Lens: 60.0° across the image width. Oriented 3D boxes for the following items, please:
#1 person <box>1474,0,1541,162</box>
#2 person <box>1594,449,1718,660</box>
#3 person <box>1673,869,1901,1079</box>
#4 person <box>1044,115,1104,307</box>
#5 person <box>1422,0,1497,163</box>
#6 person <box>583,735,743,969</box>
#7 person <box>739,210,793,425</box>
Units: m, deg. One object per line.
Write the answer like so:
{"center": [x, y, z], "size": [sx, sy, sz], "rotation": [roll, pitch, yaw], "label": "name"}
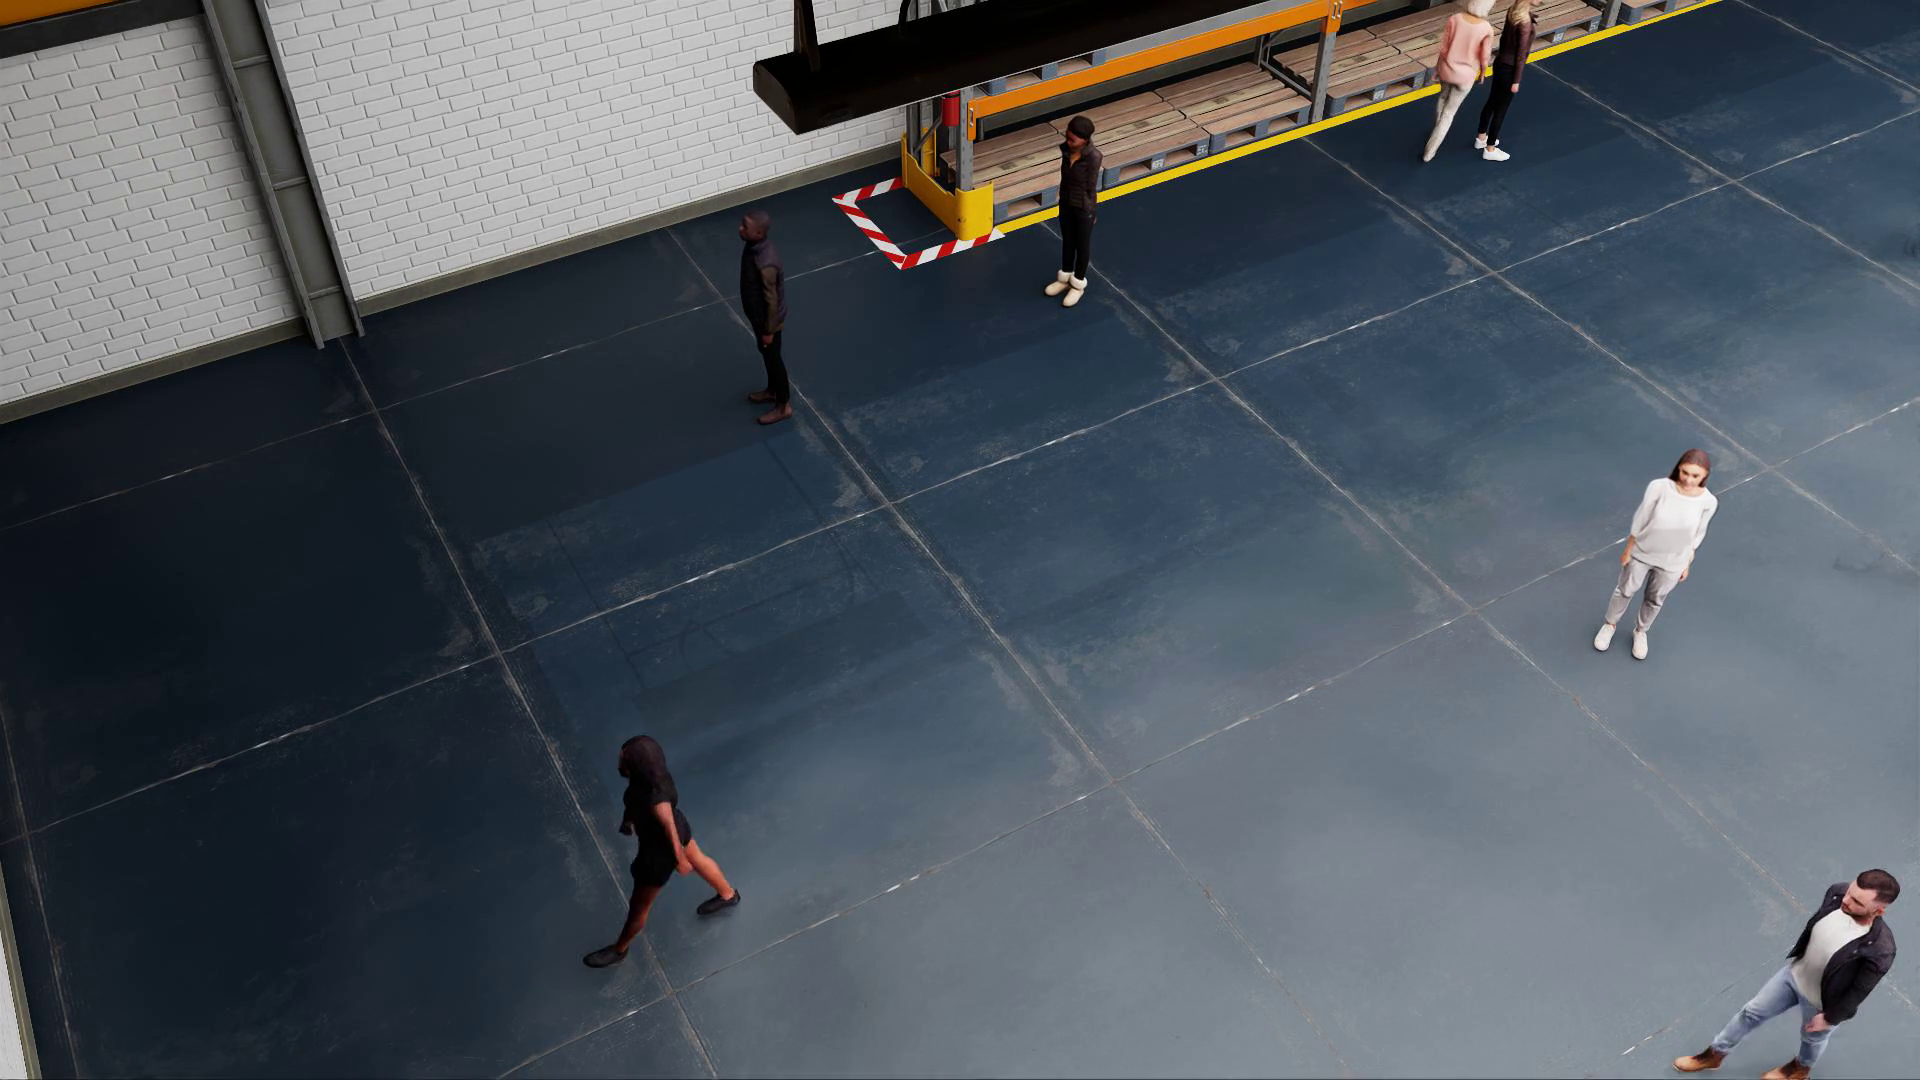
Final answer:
{"center": [5.073, -4.360, 15.417], "size": [0.655, 1.703, 0.670], "rotation": [-2, 44, -2], "label": "person"}
{"center": [4.526, 0.072, 10.775], "size": [0.686, 1.689, 0.731], "rotation": [14, 45, 14], "label": "person"}
{"center": [4.428, 2.246, 8.405], "size": [1.048, 1.811, 0.832], "rotation": [-10, 45, -10], "label": "person"}
{"center": [0.983, -2.774, 13.782], "size": [0.643, 1.661, 0.710], "rotation": [-23, 48, -22], "label": "person"}
{"center": [4.550, -4.240, 15.299], "size": [0.830, 1.691, 0.951], "rotation": [22, 48, 21], "label": "person"}
{"center": [-1.542, 1.648, 9.124], "size": [1.208, 1.683, 0.690], "rotation": [-17, 46, -17], "label": "person"}
{"center": [-1.465, -1.696, 12.524], "size": [0.647, 1.836, 0.740], "rotation": [-13, 45, -13], "label": "person"}
